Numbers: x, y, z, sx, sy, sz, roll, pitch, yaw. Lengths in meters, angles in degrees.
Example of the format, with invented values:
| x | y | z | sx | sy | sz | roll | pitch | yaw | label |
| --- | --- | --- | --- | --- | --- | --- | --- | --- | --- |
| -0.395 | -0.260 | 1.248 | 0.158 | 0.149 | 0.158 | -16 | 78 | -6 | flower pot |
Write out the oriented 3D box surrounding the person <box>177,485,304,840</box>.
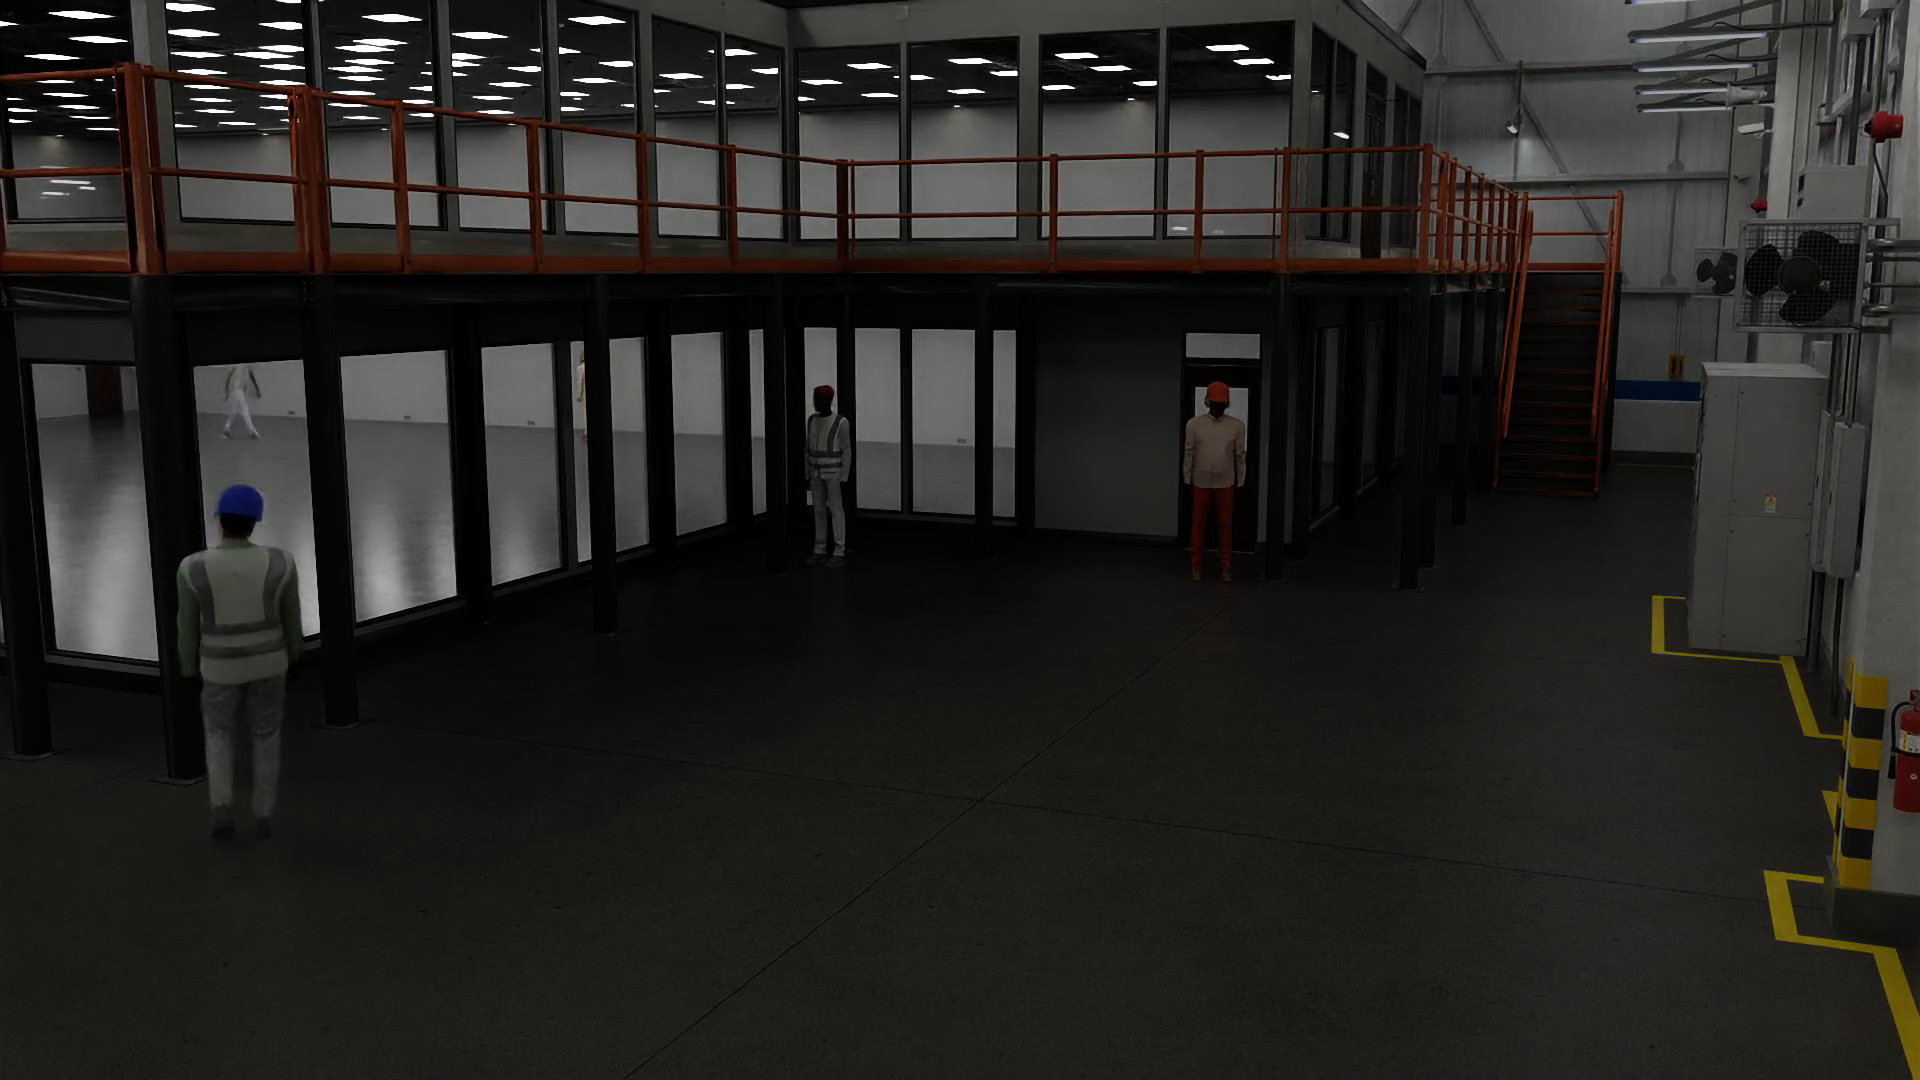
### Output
| x | y | z | sx | sy | sz | roll | pitch | yaw | label |
| --- | --- | --- | --- | --- | --- | --- | --- | --- | --- |
| -3.838 | 0.668 | 8.909 | 0.629 | 1.915 | 0.447 | -4 | 10 | -21 | person |

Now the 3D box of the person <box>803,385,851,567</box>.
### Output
| x | y | z | sx | sy | sz | roll | pitch | yaw | label |
| --- | --- | --- | --- | --- | --- | --- | --- | --- | --- |
| -1.386 | -0.661 | 17.215 | 0.583 | 1.881 | 0.337 | 7 | 12 | 37 | person |

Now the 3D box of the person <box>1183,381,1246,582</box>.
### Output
| x | y | z | sx | sy | sz | roll | pitch | yaw | label |
| --- | --- | --- | --- | --- | --- | --- | --- | --- | --- |
| 2.496 | -0.566 | 16.321 | 0.613 | 1.986 | 0.406 | 1 | 9 | 5 | person |
